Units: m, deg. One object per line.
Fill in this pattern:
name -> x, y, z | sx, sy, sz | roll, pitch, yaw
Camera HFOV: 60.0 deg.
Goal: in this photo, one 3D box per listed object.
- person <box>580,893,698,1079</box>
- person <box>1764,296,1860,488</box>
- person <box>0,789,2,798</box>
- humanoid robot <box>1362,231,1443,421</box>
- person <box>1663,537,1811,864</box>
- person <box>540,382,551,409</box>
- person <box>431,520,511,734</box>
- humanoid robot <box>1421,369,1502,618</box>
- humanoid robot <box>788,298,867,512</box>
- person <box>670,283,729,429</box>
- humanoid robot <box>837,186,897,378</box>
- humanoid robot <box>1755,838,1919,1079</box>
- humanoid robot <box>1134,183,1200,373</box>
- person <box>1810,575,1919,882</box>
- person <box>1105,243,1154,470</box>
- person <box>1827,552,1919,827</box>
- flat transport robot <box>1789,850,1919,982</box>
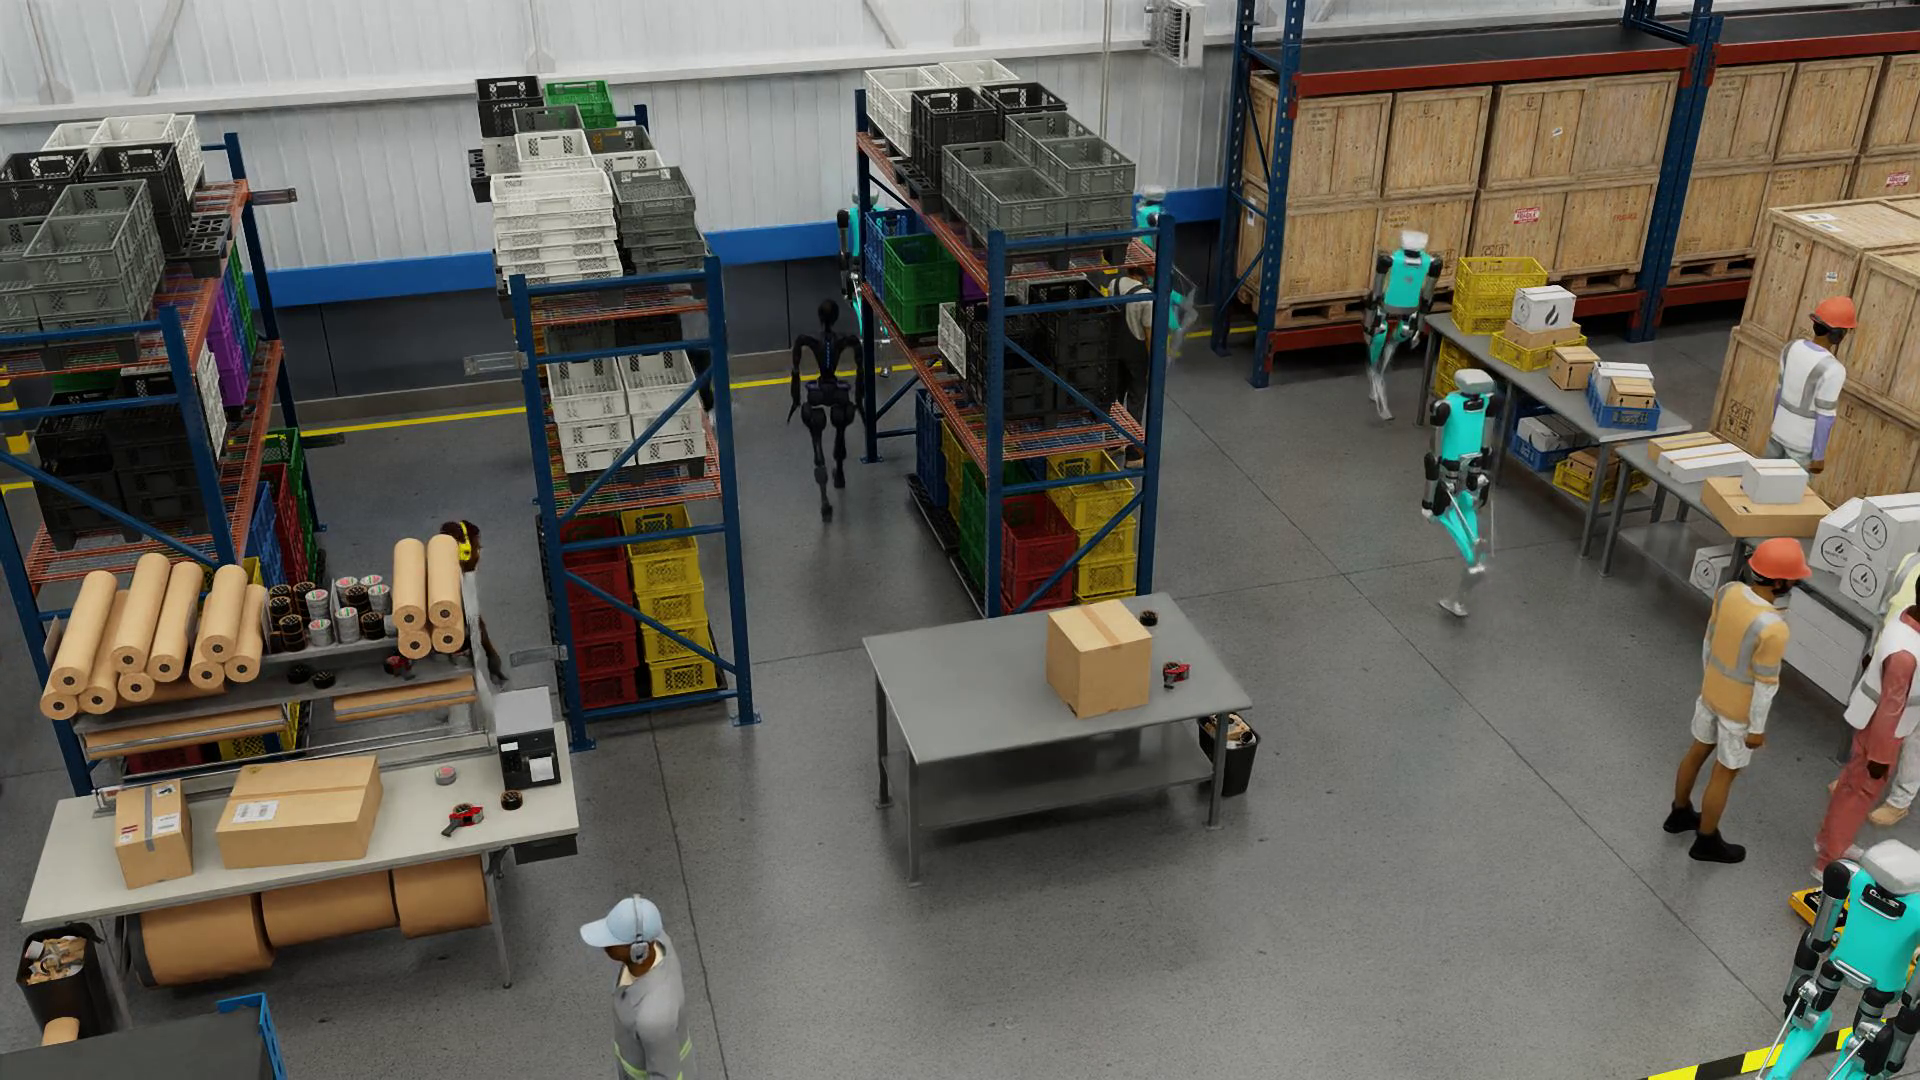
person -> -1.233, 2.145, 6.614 | 0.374, 1.852, 0.588 | -8, 30, -14
person -> 5.909, -0.738, 11.682 | 0.401, 2.035, 0.600 | -3, 29, -5
person -> -5.708, 0.749, 9.255 | 0.546, 1.749, 0.516 | -6, 29, -11
humanoid robot -> 3.641, -1.854, 14.006 | 0.558, 1.705, 0.977 | 2, 29, 3
person -> 4.163, 0.841, 8.899 | 0.376, 1.937, 0.545 | -4, 29, -7
person -> -3.227, -1.371, 13.134 | 0.478, 1.733, 0.333 | -22, 36, -34
person -> -2.750, 0.757, 9.168 | 0.343, 1.832, 0.659 | 8, 30, 13
humanoid robot -> 3.409, -0.179, 11.017 | 0.543, 1.831, 0.759 | -12, 31, -21
humanoid robot -> -1.007, -1.033, 12.649 | 0.608, 1.652, 0.776 | -4, 29, -7
person -> -2.153, -1.572, 13.388 | 0.605, 1.843, 0.557 | 0, 29, 0
humanoid robot -> -0.782, -2.175, 14.456 | 0.533, 1.677, 0.735 | -2, 29, -3
humanoid robot -> 3.519, 2.030, 6.803 | 0.735, 1.677, 0.533 | -18, 34, -29
humanoid robot -> 1.918, -2.266, 14.870 | 0.797, 1.885, 0.532 | -4, 29, -8
person -> 4.818, 0.971, 8.683 | 0.373, 1.916, 0.595 | 17, 33, 28
person -> 1.359, -1.452, 13.167 | 0.325, 1.843, 0.513 | -21, 35, -33
person -> 5.280, 0.734, 9.205 | 0.429, 1.837, 0.622 | -11, 31, -18
flat transport robot -> 5.163, 1.916, 8.676 | 1.431, 0.231, 0.659 | -8, 30, -14
